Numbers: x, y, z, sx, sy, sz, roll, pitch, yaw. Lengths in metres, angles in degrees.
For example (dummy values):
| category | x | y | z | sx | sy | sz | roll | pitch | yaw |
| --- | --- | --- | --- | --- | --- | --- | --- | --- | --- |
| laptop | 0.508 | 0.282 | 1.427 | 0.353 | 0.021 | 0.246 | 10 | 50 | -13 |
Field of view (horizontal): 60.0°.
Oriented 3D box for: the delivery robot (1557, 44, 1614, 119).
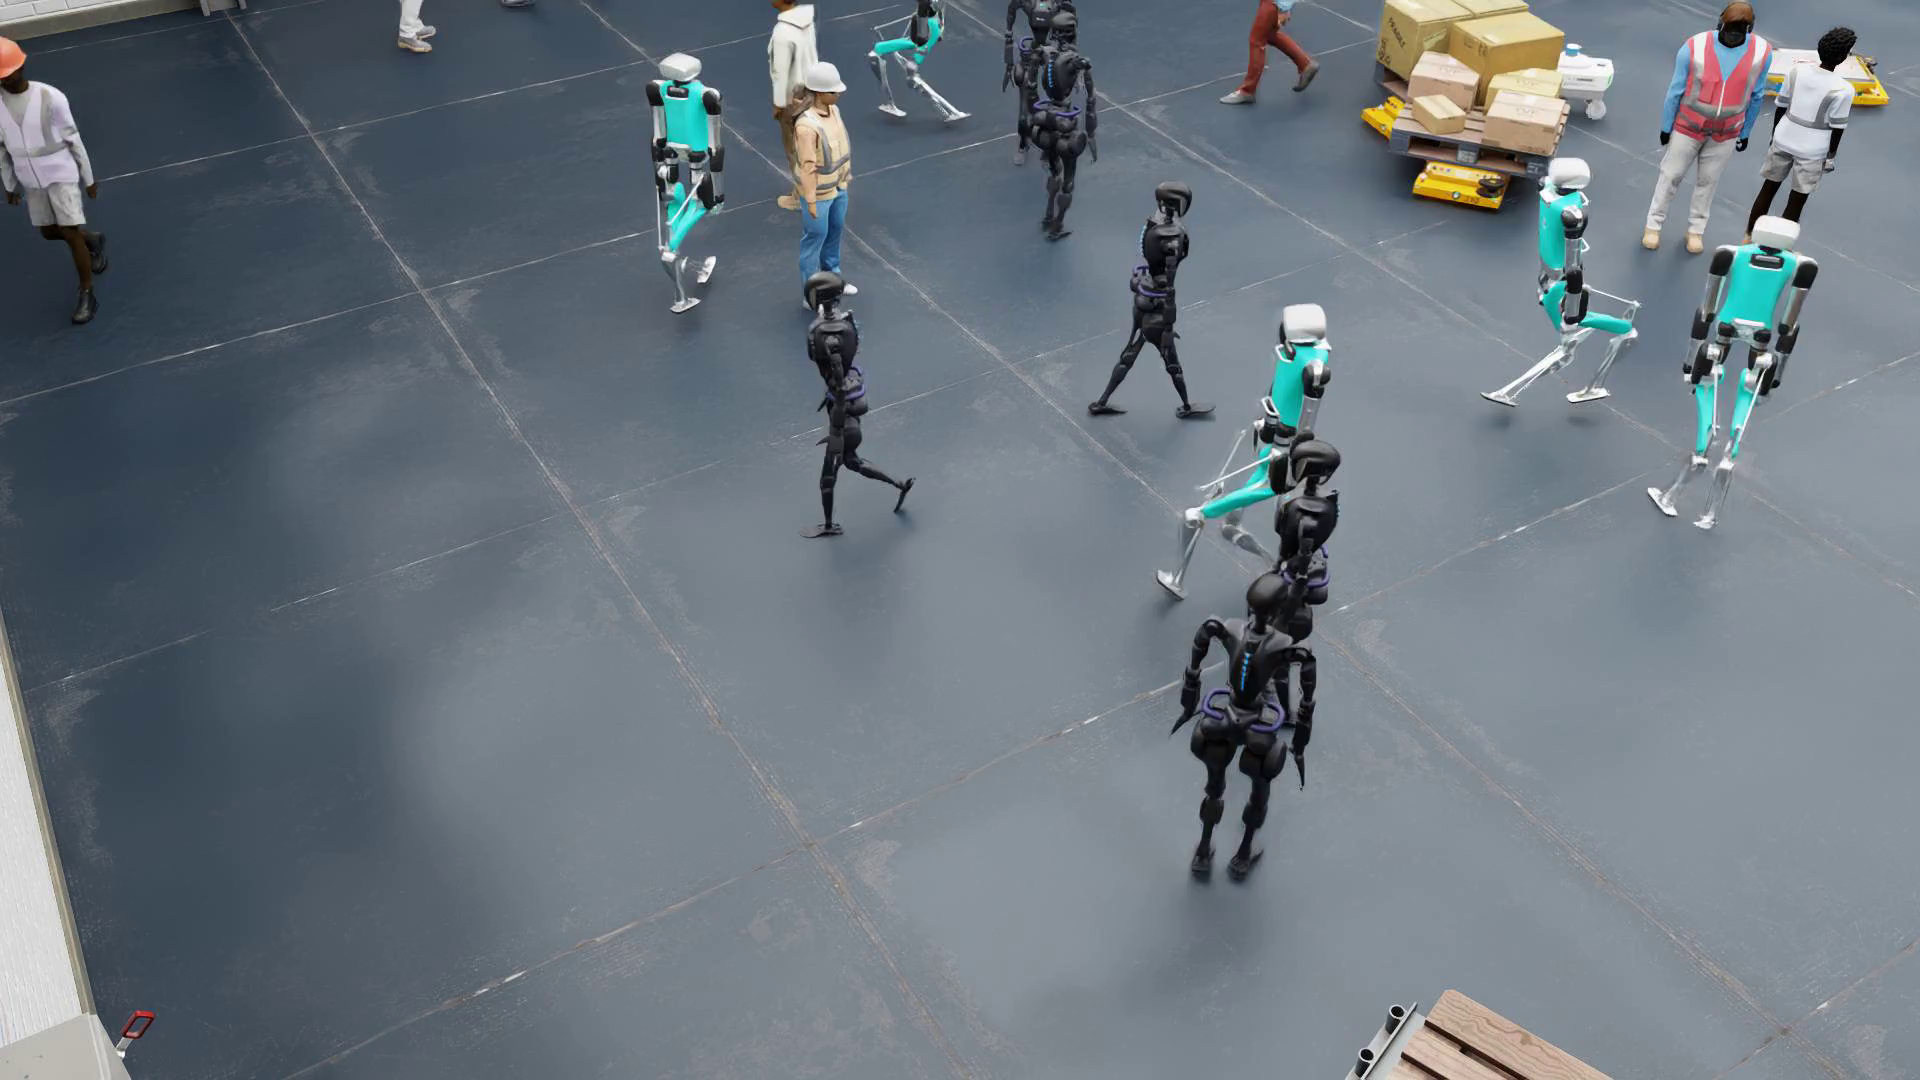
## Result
| category | x | y | z | sx | sy | sz | roll | pitch | yaw |
| --- | --- | --- | --- | --- | --- | --- | --- | --- | --- |
| delivery robot | 5.049 | -3.848 | 13.913 | 0.785 | 0.589 | 0.499 | 7 | 39 | 9 |

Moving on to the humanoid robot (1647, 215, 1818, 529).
| category | x | y | z | sx | sy | sz | roll | pitch | yaw |
| --- | --- | --- | --- | --- | --- | --- | --- | --- | --- |
| humanoid robot | 4.252 | -0.839 | 9.168 | 0.531 | 1.760 | 0.793 | 13 | 40 | 16 |

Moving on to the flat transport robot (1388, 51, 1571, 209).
| category | x | y | z | sx | sy | sz | roll | pitch | yaw |
| --- | --- | --- | --- | --- | --- | --- | --- | --- | --- |
| flat transport robot | 4.061 | -3.044 | 13.133 | 0.659 | 0.231 | 1.431 | 16 | 41 | 19 |

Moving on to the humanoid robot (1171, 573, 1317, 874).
| category | x | y | z | sx | sy | sz | roll | pitch | yaw |
| --- | --- | --- | --- | --- | --- | --- | --- | --- | --- |
| humanoid robot | 1.209 | 0.811 | 7.149 | 0.616 | 1.657 | 0.404 | 16 | 41 | 19 |

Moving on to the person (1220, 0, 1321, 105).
| category | x | y | z | sx | sy | sz | roll | pitch | yaw |
| --- | --- | --- | --- | --- | --- | --- | --- | --- | --- |
| person | 2.646 | -4.500 | 13.691 | 0.798 | 1.852 | 0.556 | -1 | 38 | -1 |

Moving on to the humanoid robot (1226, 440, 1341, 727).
| category | x | y | z | sx | sy | sz | roll | pitch | yaw |
| --- | --- | --- | --- | --- | --- | --- | --- | --- | --- |
| humanoid robot | 1.549 | 0.240 | 7.856 | 0.362 | 1.655 | 0.594 | 5 | 39 | 6 |

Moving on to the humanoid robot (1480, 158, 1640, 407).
| category | x | y | z | sx | sy | sz | roll | pitch | yaw |
| --- | --- | --- | --- | --- | --- | --- | --- | --- | --- |
| humanoid robot | 3.773 | -1.472 | 9.988 | 1.016 | 1.732 | 0.533 | -3 | 38 | -3 |

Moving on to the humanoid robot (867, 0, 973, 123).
| category | x | y | z | sx | sy | sz | roll | pitch | yaw |
| --- | --- | --- | --- | --- | --- | --- | --- | --- | --- |
| humanoid robot | -0.397 | -4.145 | 13.372 | 1.025 | 1.751 | 0.565 | 12 | 40 | 14 |

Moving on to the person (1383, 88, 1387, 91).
| category | x | y | z | sx | sy | sz | roll | pitch | yaw |
| --- | --- | --- | --- | --- | --- | --- | --- | --- | --- |
| person | 3.790 | -4.665 | 13.982 | 0.344 | 1.755 | 0.525 | 2 | 38 | 3 |

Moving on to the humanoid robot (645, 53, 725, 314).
| category | x | y | z | sx | sy | sz | roll | pitch | yaw |
| --- | --- | --- | --- | --- | --- | --- | --- | --- | --- |
| humanoid robot | -1.864 | -2.259 | 10.965 | 0.547 | 1.737 | 0.990 | 15 | 41 | 18 |

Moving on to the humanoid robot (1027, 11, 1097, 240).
| category | x | y | z | sx | sy | sz | roll | pitch | yaw |
| --- | --- | --- | --- | --- | --- | --- | --- | --- | --- |
| humanoid robot | 0.724 | -2.956 | 11.890 | 0.609 | 1.652 | 0.317 | 25 | 45 | 28 |

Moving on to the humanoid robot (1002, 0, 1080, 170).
| category | x | y | z | sx | sy | sz | roll | pitch | yaw |
| --- | --- | --- | --- | --- | --- | --- | --- | --- | --- |
| humanoid robot | 0.630 | -3.634 | 12.754 | 0.601 | 1.651 | 0.327 | 3 | 38 | 3 |

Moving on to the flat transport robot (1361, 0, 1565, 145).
| category | x | y | z | sx | sy | sz | roll | pitch | yaw |
| --- | --- | --- | --- | --- | --- | --- | --- | --- | --- |
| flat transport robot | 4.123 | -3.545 | 13.765 | 1.431 | 0.231 | 0.659 | -13 | 40 | -16 |

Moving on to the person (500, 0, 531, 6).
| category | x | y | z | sx | sy | sz | roll | pitch | yaw |
| --- | --- | --- | --- | --- | --- | --- | --- | --- | --- |
| person | -3.899 | -5.905 | 15.539 | 0.999 | 1.766 | 0.605 | -20 | 43 | -24 |

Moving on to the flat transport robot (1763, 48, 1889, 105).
| category | x | y | z | sx | sy | sz | roll | pitch | yaw |
| --- | --- | --- | --- | --- | --- | --- | --- | --- | --- |
| flat transport robot | 7.187 | -4.006 | 14.347 | 1.431 | 0.231 | 0.659 | 6 | 39 | 8 |

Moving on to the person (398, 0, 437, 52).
| category | x | y | z | sx | sy | sz | roll | pitch | yaw |
| --- | --- | --- | --- | --- | --- | --- | --- | --- | --- |
| person | -4.959 | -5.253 | 14.630 | 0.349 | 1.876 | 0.698 | -17 | 41 | -20 |

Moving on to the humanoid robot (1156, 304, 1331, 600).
| category | x | y | z | sx | sy | sz | roll | pitch | yaw |
| --- | --- | --- | --- | --- | --- | --- | --- | --- | --- |
| humanoid robot | 1.399 | -0.403 | 8.642 | 0.991 | 1.774 | 0.530 | -4 | 39 | -5 |

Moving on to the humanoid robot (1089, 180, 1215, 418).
| category | x | y | z | sx | sy | sz | roll | pitch | yaw |
| --- | --- | --- | --- | --- | --- | --- | --- | --- | --- |
| humanoid robot | 1.205 | -1.442 | 10.021 | 0.786 | 1.624 | 0.610 | -4 | 39 | -5 |

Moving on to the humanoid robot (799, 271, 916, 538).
| category | x | y | z | sx | sy | sz | roll | pitch | yaw |
| --- | --- | --- | --- | --- | --- | --- | --- | --- | --- |
| humanoid robot | -0.582 | -0.726 | 9.097 | 0.674 | 1.632 | 0.607 | -5 | 39 | -7 |

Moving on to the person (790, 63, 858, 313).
| category | x | y | z | sx | sy | sz | roll | pitch | yaw |
| --- | --- | --- | --- | --- | --- | --- | --- | --- | --- |
| person | -0.915 | -2.353 | 11.094 | 0.376 | 1.723 | 0.496 | 17 | 41 | 20 |

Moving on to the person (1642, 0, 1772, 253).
| category | x | y | z | sx | sy | sz | roll | pitch | yaw |
| --- | --- | --- | --- | --- | --- | --- | --- | --- | --- |
| person | 5.242 | -2.893 | 11.687 | 0.630 | 1.837 | 0.431 | 8 | 39 | 10 |

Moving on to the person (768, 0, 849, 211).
| category | x | y | z | sx | sy | sz | roll | pitch | yaw |
| --- | --- | --- | --- | --- | --- | --- | --- | --- | --- |
| person | -1.166 | -3.246 | 12.187 | 0.440 | 1.752 | 0.526 | 11 | 40 | 13 |

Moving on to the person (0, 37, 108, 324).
| category | x | y | z | sx | sy | sz | roll | pitch | yaw |
| --- | --- | --- | --- | --- | --- | --- | --- | --- | --- |
| person | -6.055 | -2.450 | 11.062 | 0.551 | 1.908 | 0.782 | -1 | 38 | -1 |

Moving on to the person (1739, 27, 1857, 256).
| category | x | y | z | sx | sy | sz | roll | pitch | yaw |
| --- | --- | --- | --- | --- | --- | --- | --- | --- | --- |
| person | 5.874 | -2.742 | 11.601 | 0.315 | 1.695 | 0.539 | -21 | 43 | -24 |
